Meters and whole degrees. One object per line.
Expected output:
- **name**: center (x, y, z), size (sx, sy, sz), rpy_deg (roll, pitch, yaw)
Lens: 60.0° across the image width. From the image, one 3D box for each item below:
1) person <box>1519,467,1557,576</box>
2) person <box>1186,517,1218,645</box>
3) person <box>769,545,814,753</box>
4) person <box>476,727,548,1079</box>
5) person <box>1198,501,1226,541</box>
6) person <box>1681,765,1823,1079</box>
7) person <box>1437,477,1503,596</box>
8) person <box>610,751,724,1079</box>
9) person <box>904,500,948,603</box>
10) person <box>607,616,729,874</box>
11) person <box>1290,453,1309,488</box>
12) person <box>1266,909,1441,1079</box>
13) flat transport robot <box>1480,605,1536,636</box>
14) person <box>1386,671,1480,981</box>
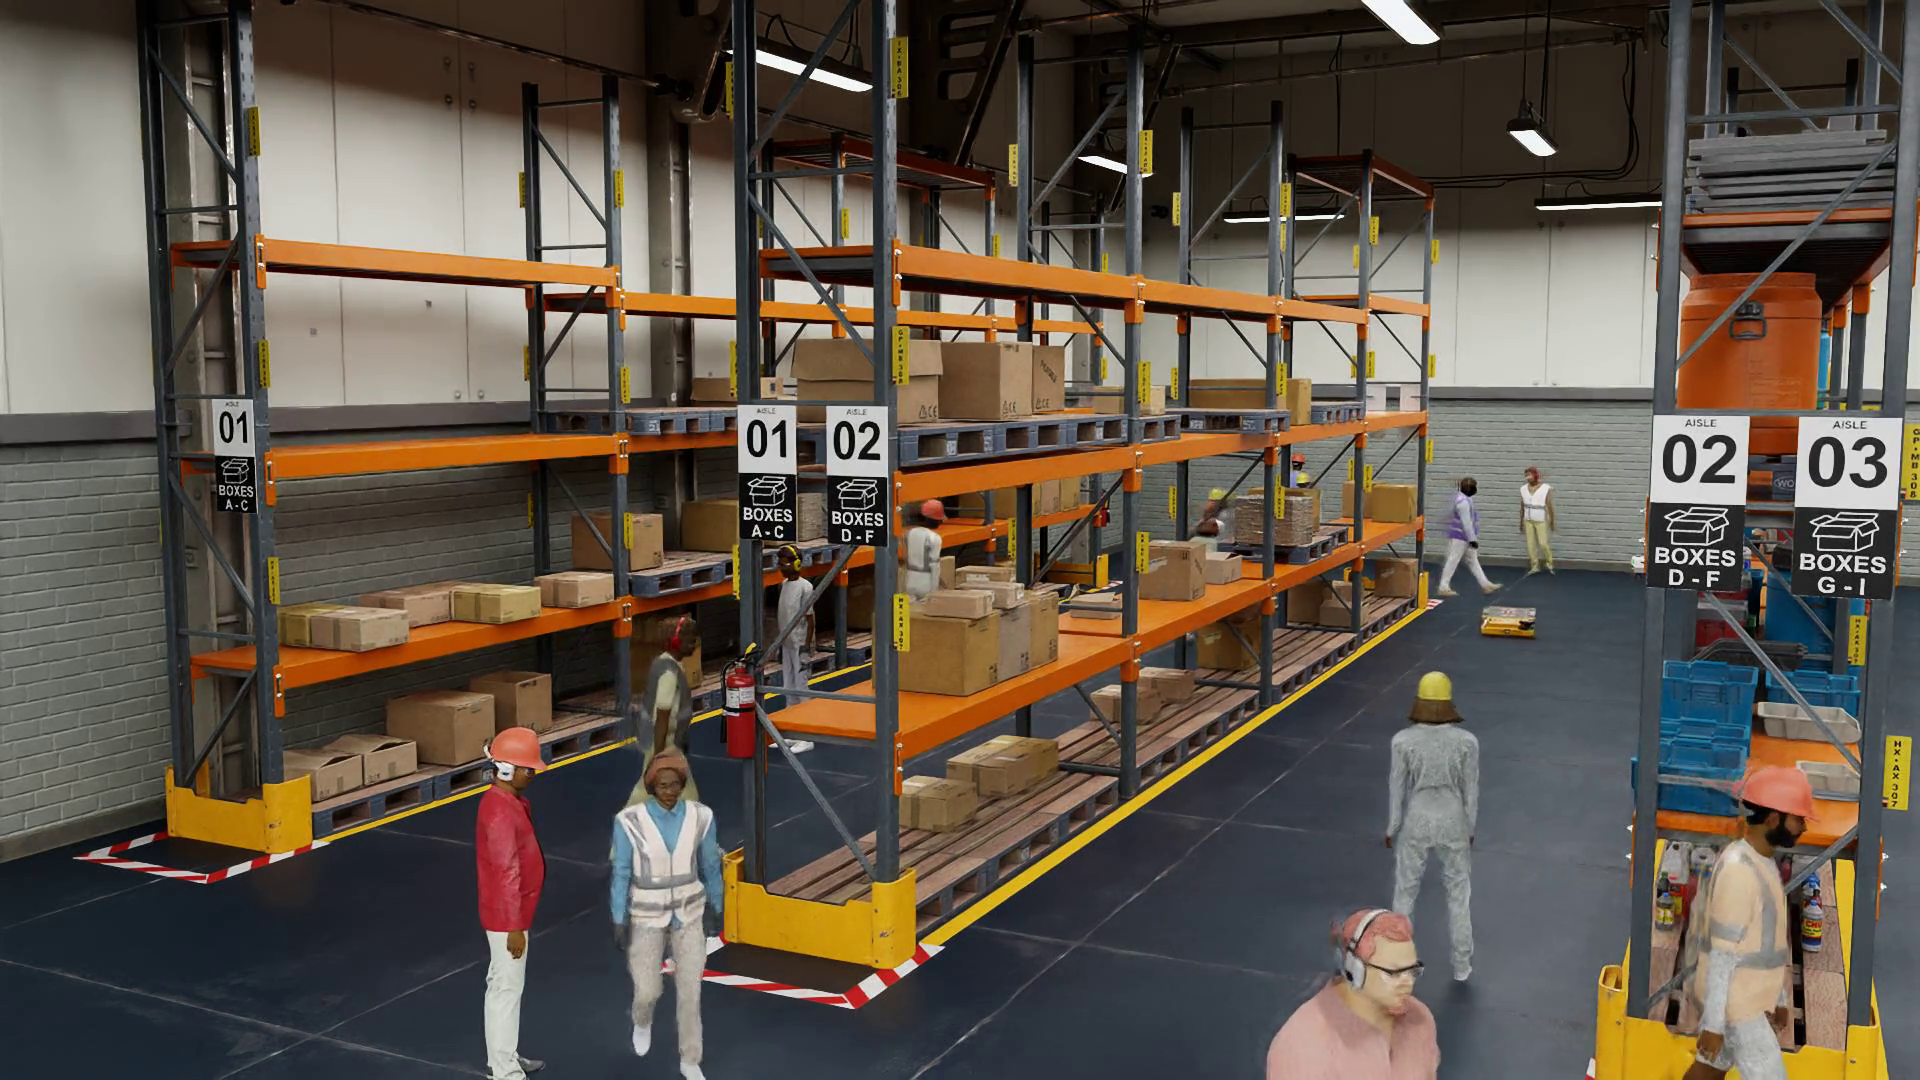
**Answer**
- **person**: center (9.583, -0.300, 27.540), size (0.538, 1.811, 0.616), rpy_deg (-5, 8, -39)
- **person**: center (3.047, 0.502, 20.740), size (0.501, 1.597, 0.789), rpy_deg (3, 7, 30)
- **person**: center (-1.497, 0.972, 14.894), size (0.329, 1.865, 0.512), rpy_deg (-4, 7, -36)
- **person**: center (-2.113, 1.751, 7.890), size (0.338, 1.742, 0.563), rpy_deg (-2, 6, -18)
- **person**: center (3.441, 0.276, 22.843), size (0.553, 1.617, 0.535), rpy_deg (-5, 8, -38)
- **person**: center (3.178, 1.821, 6.567), size (1.004, 1.873, 0.566), rpy_deg (4, 7, 31)
- **person**: center (7.670, -0.036, 24.990), size (0.961, 1.790, 0.640), rpy_deg (2, 6, 19)
- **person**: center (-1.409, 1.797, 7.979), size (0.569, 1.624, 0.447), rpy_deg (-3, 6, -24)
- **person**: center (-0.327, 0.540, 18.517), size (0.605, 1.982, 0.879), rpy_deg (5, 8, 40)
- **person**: center (-1.959, 1.389, 11.235), size (0.937, 1.783, 0.659), rpy_deg (-1, 6, -14)
- **person**: center (6.029, -0.594, 29.768), size (0.544, 1.936, 0.359), rpy_deg (5, 8, 39)
- **person**: center (1.134, 1.986, 4.966), size (0.644, 1.877, 0.807), rpy_deg (-3, 7, -29)
- **flat transport robot**: center (7.200, 1.049, 21.801), size (0.652, 0.197, 1.431), rpy_deg (2, 6, 20)
- **person**: center (2.680, 1.599, 9.406), size (0.490, 1.739, 0.309), rpy_deg (1, 6, 11)
